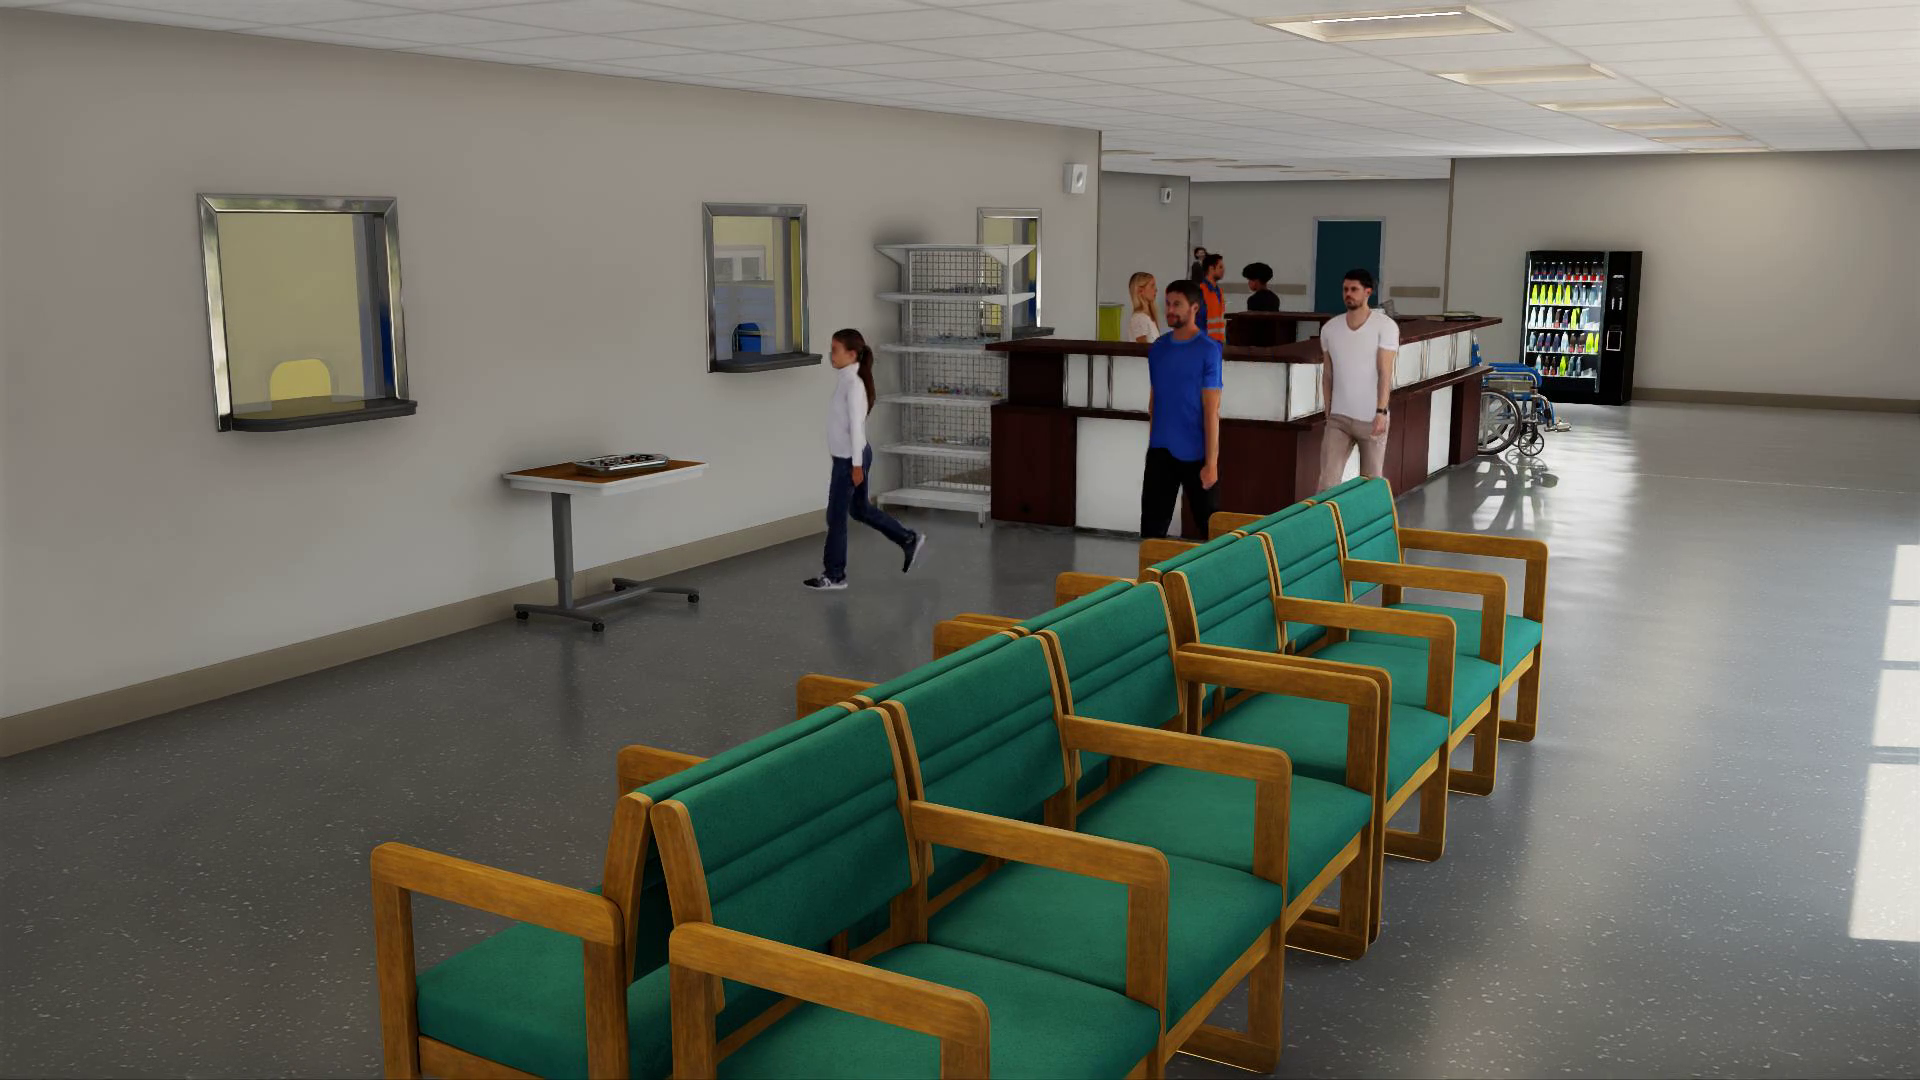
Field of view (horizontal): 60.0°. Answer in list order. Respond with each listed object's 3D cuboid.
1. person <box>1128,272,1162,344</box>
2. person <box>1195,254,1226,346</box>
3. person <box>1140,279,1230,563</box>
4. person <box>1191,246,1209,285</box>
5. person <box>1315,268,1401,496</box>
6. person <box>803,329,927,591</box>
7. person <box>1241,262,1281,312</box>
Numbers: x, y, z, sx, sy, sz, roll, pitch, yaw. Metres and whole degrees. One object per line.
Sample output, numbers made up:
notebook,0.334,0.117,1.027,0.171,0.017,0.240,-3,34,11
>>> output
person,1.346,-1.088,12.399,0.632,1.809,0.664,1,11,8
person,2.450,-1.981,16.987,0.748,1.854,0.791,10,15,43
person,1.259,-0.452,8.972,1.189,1.838,0.805,8,14,38
person,4.335,-4.462,30.327,0.883,1.754,0.730,9,14,39
person,2.598,-0.770,10.634,1.110,1.843,0.833,8,13,35
person,-0.563,-0.471,9.866,1.019,1.541,0.920,-2,11,-11
person,3.268,-2.013,17.459,0.893,1.741,1.191,-9,14,-39
